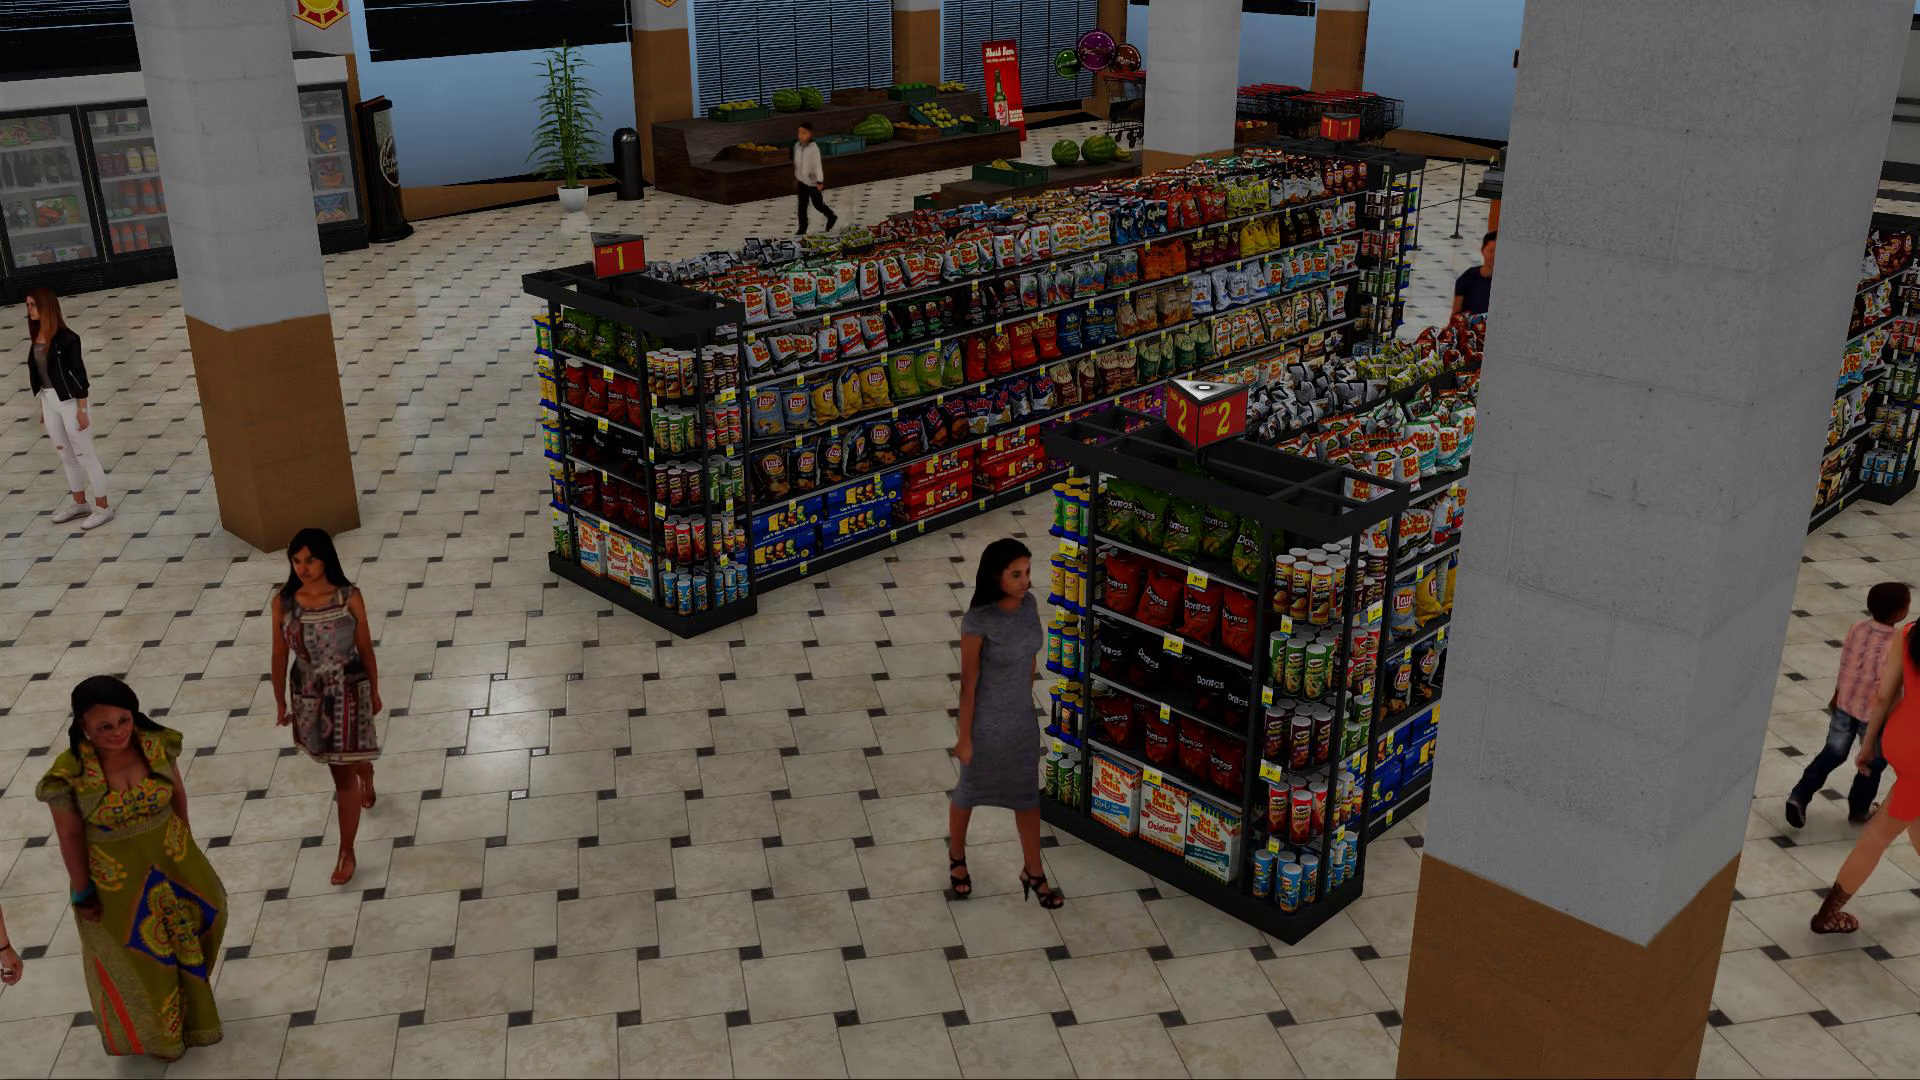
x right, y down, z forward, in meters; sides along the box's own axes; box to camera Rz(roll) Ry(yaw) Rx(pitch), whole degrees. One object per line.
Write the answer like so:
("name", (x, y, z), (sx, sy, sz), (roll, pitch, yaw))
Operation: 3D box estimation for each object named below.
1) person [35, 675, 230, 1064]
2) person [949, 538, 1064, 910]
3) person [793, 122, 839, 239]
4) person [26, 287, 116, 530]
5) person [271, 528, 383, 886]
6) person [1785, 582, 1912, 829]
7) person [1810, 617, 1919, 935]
("person", (-3.181, 1.228, 6.343), (0.871, 1.641, 0.840), (17, 28, 36))
("person", (0.120, 0.789, 7.282), (0.773, 1.756, 0.719), (-14, 26, -32))
("person", (-1.843, -4.535, 20.972), (0.703, 1.427, 0.942), (17, 27, 36))
("person", (-6.256, -0.932, 11.634), (0.669, 1.704, 0.634), (10, 24, 24))
("person", (-2.891, 0.699, 7.717), (1.097, 1.598, 1.116), (-1, 22, -3))
("person", (4.230, 0.802, 7.870), (0.910, 1.292, 0.684), (-10, 24, -23))
("person", (3.953, 0.959, 6.987), (1.257, 1.659, 0.965), (-8, 23, -18))
